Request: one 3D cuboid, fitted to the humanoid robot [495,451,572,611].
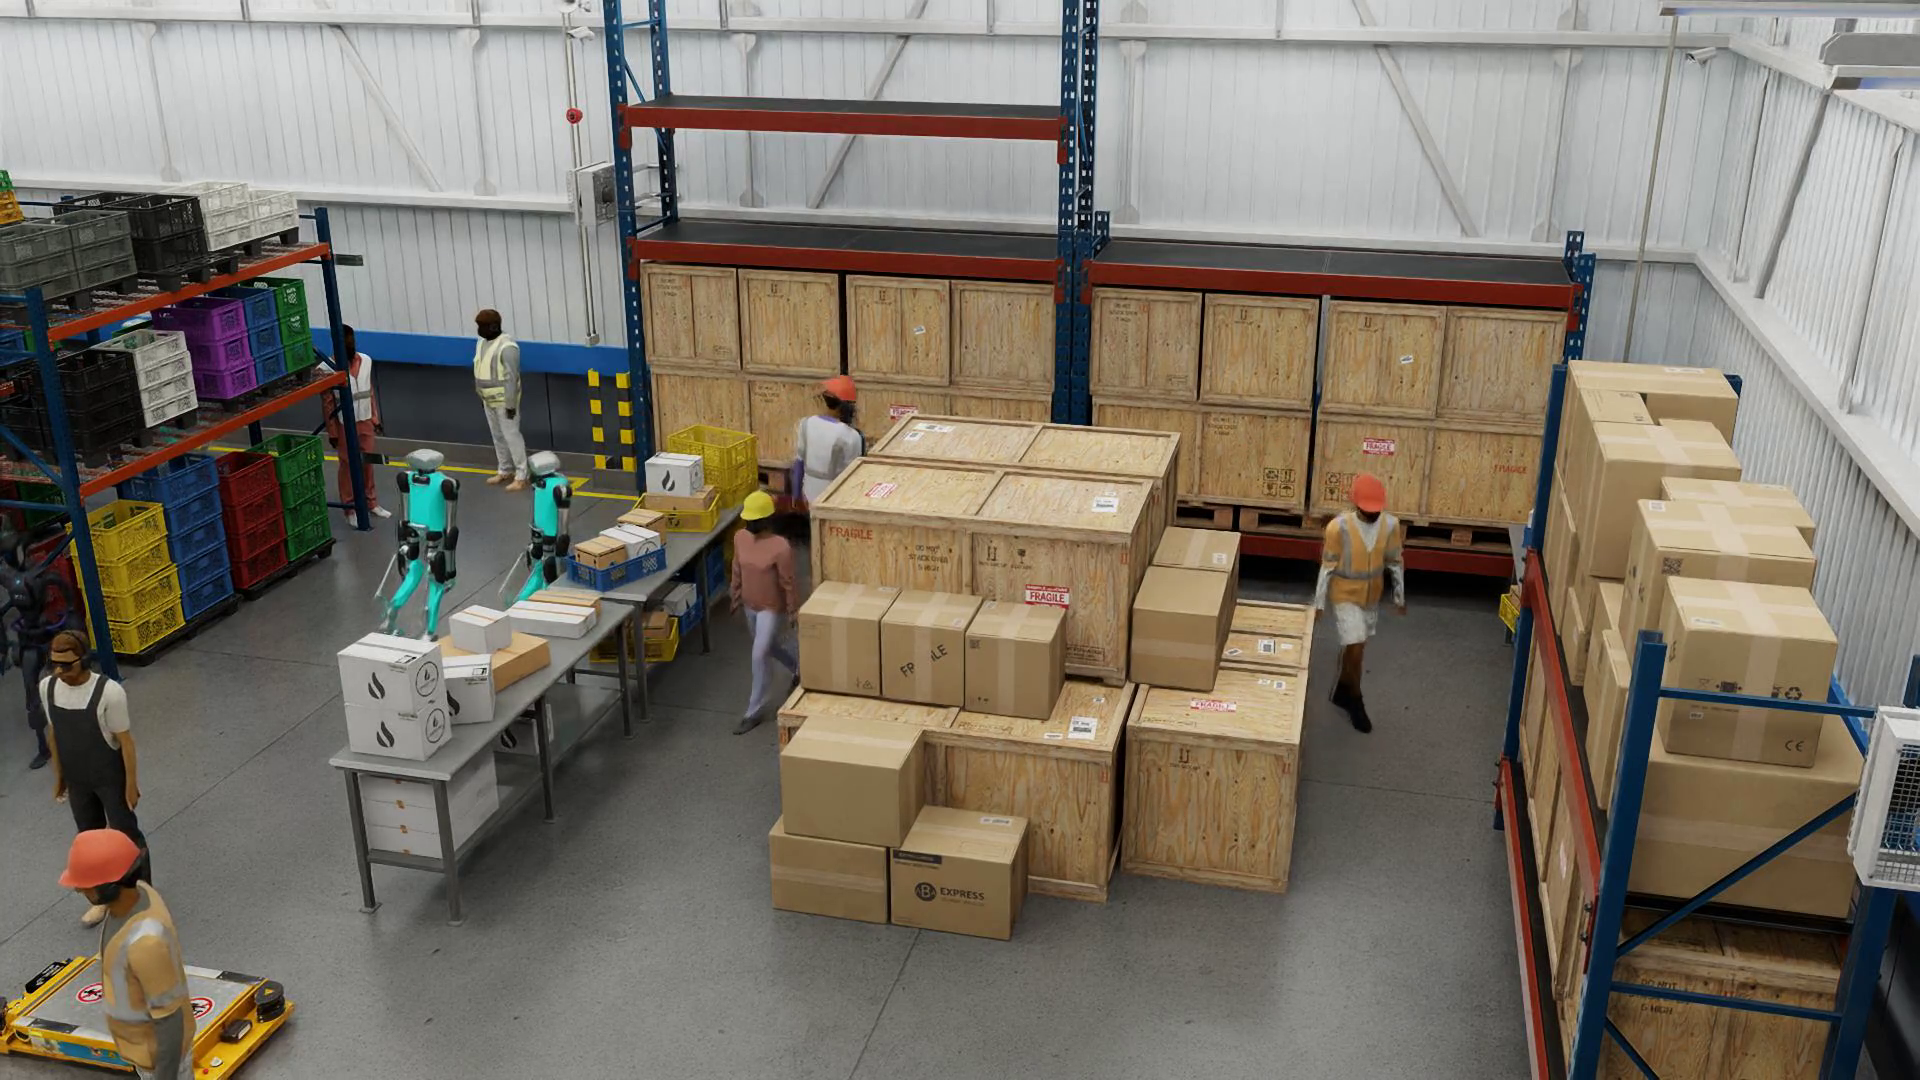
[{"bbox_3d":[-3.205,0.261,12.350,0.707,1.804,0.538,-14,25,-33],"label":"humanoid robot"}]

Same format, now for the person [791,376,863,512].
[{"bbox_3d":[-1.029,-0.353,13.534,0.650,2.007,0.607,16,26,36],"label":"person"}]

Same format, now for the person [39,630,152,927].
[{"bbox_3d":[-4.851,1.343,9.343,0.506,1.841,0.351,4,21,9],"label":"person"}]

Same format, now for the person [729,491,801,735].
[{"bbox_3d":[-1.360,0.444,11.827,0.525,1.736,0.841,16,26,36],"label":"person"}]

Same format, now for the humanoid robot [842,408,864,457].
[{"bbox_3d":[-0.947,-0.360,14.027,0.514,1.637,0.583,10,23,25],"label":"humanoid robot"}]

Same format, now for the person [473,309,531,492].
[{"bbox_3d":[-4.568,-1.390,16.499,0.624,1.836,0.430,19,28,41],"label":"person"}]

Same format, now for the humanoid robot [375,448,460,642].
[{"bbox_3d":[-4.056,0.285,12.309,0.539,1.813,0.796,9,23,23],"label":"humanoid robot"}]

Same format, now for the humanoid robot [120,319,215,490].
[{"bbox_3d":[-7.773,-1.307,16.421,0.937,1.754,0.530,0,21,-1],"label":"humanoid robot"}]

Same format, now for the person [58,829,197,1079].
[{"bbox_3d":[-3.438,2.117,7.032,0.384,2.037,0.613,-14,25,-32],"label":"person"}]

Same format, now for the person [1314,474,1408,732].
[{"bbox_3d":[2.837,0.420,11.669,0.656,1.890,0.693,-6,22,-16],"label":"person"}]

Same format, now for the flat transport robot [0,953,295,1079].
[{"bbox_3d":[-4.270,2.464,8.601,1.431,0.231,0.659,5,22,13],"label":"flat transport robot"}]

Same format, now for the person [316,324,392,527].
[{"bbox_3d":[-5.689,-1.085,15.577,0.378,1.916,0.598,12,24,28],"label":"person"}]

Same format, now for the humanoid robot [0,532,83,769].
[{"bbox_3d":[-6.252,0.684,11.379,0.616,1.642,0.785,-2,21,-5],"label":"humanoid robot"}]

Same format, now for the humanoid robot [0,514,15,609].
[{"bbox_3d":[-7.881,-0.118,13.308,0.556,1.728,1.051,17,26,37],"label":"humanoid robot"}]
